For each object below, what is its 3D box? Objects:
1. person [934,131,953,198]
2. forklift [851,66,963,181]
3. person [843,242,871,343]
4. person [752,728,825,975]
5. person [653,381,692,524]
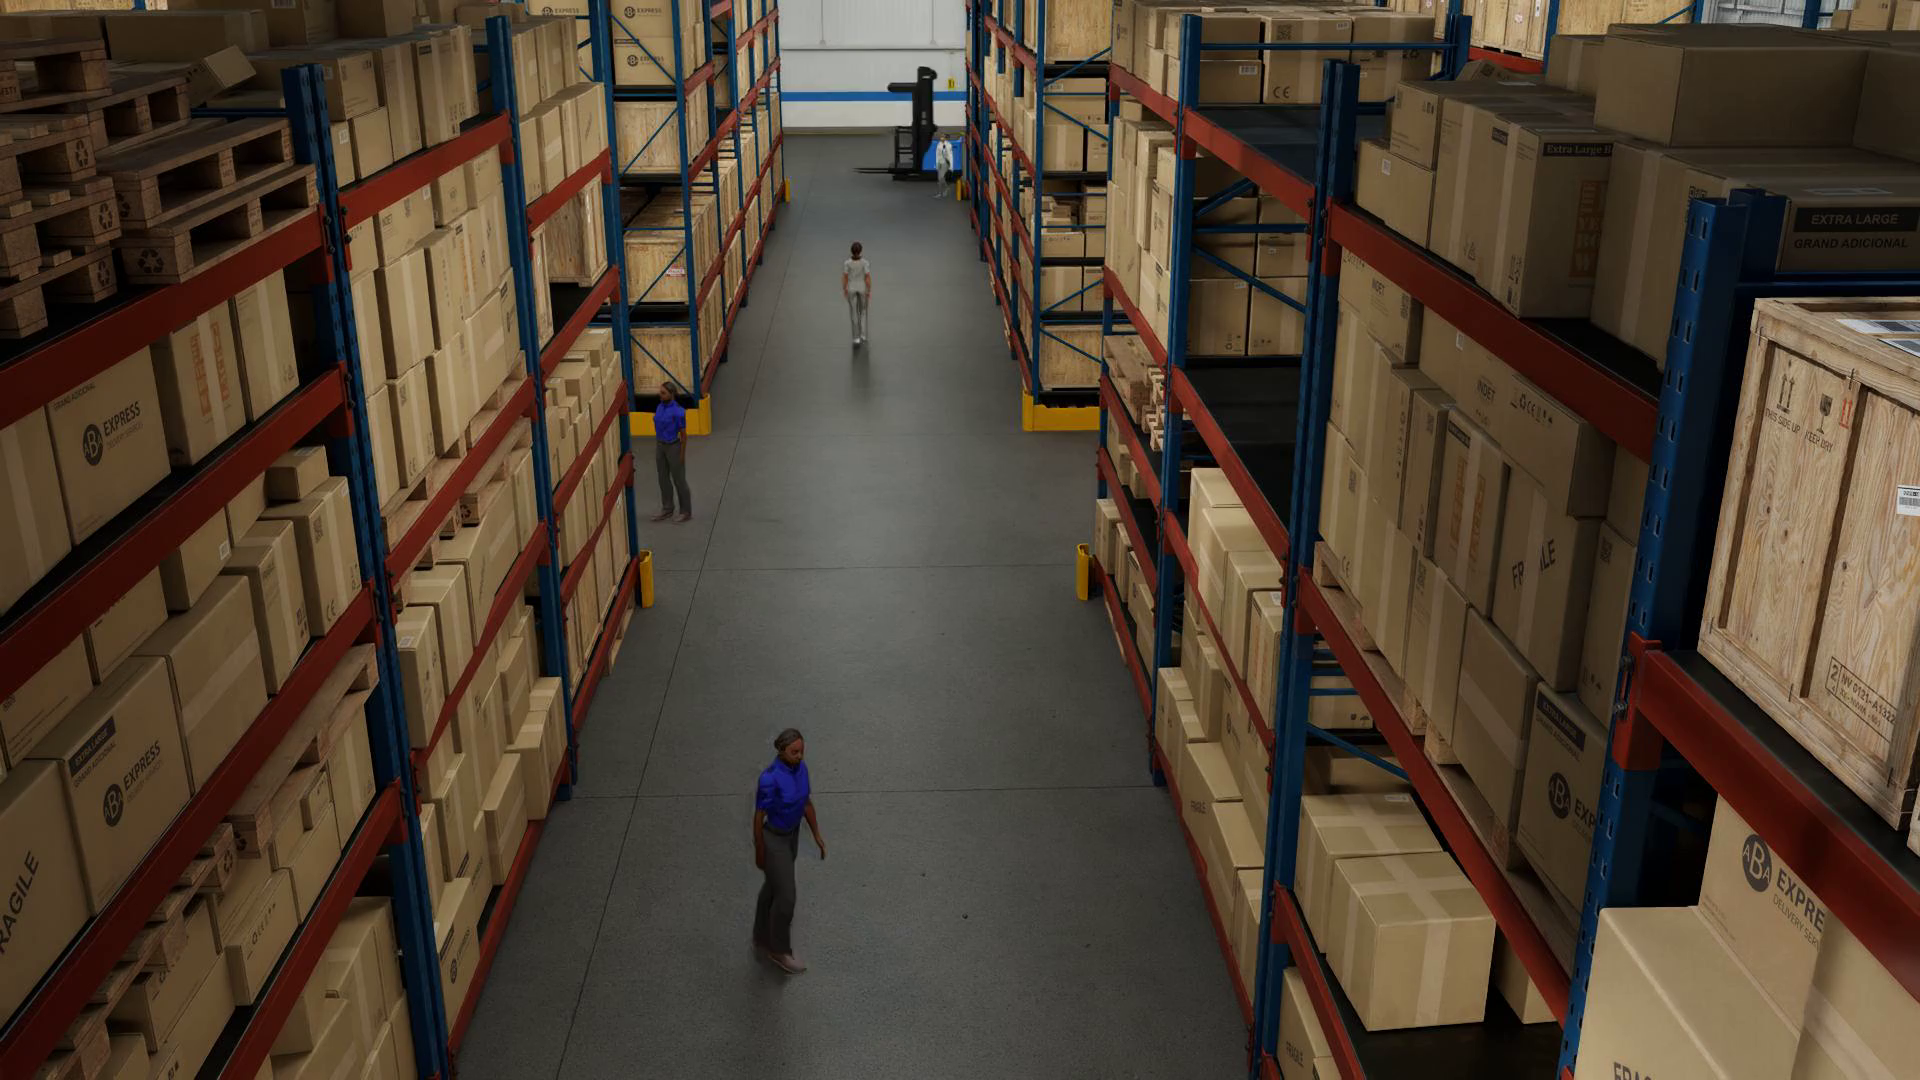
[{"bbox_3d":[-0.449,-9.464,41.950,0.435,1.662,0.576,-16,26,-37],"label":"person"},{"bbox_3d":[-1.450,-11.281,45.066,3.031,2.941,1.121,1,20,2],"label":"forklift"},{"bbox_3d":[-1.720,-4.118,27.635,0.450,1.679,0.627,-3,21,-8],"label":"person"},{"bbox_3d":[-1.169,2.045,11.167,0.507,1.665,0.529,8,22,20],"label":"person"},{"bbox_3d":[-3.405,-1.027,19.415,0.445,1.669,0.375,16,26,37],"label":"person"}]
